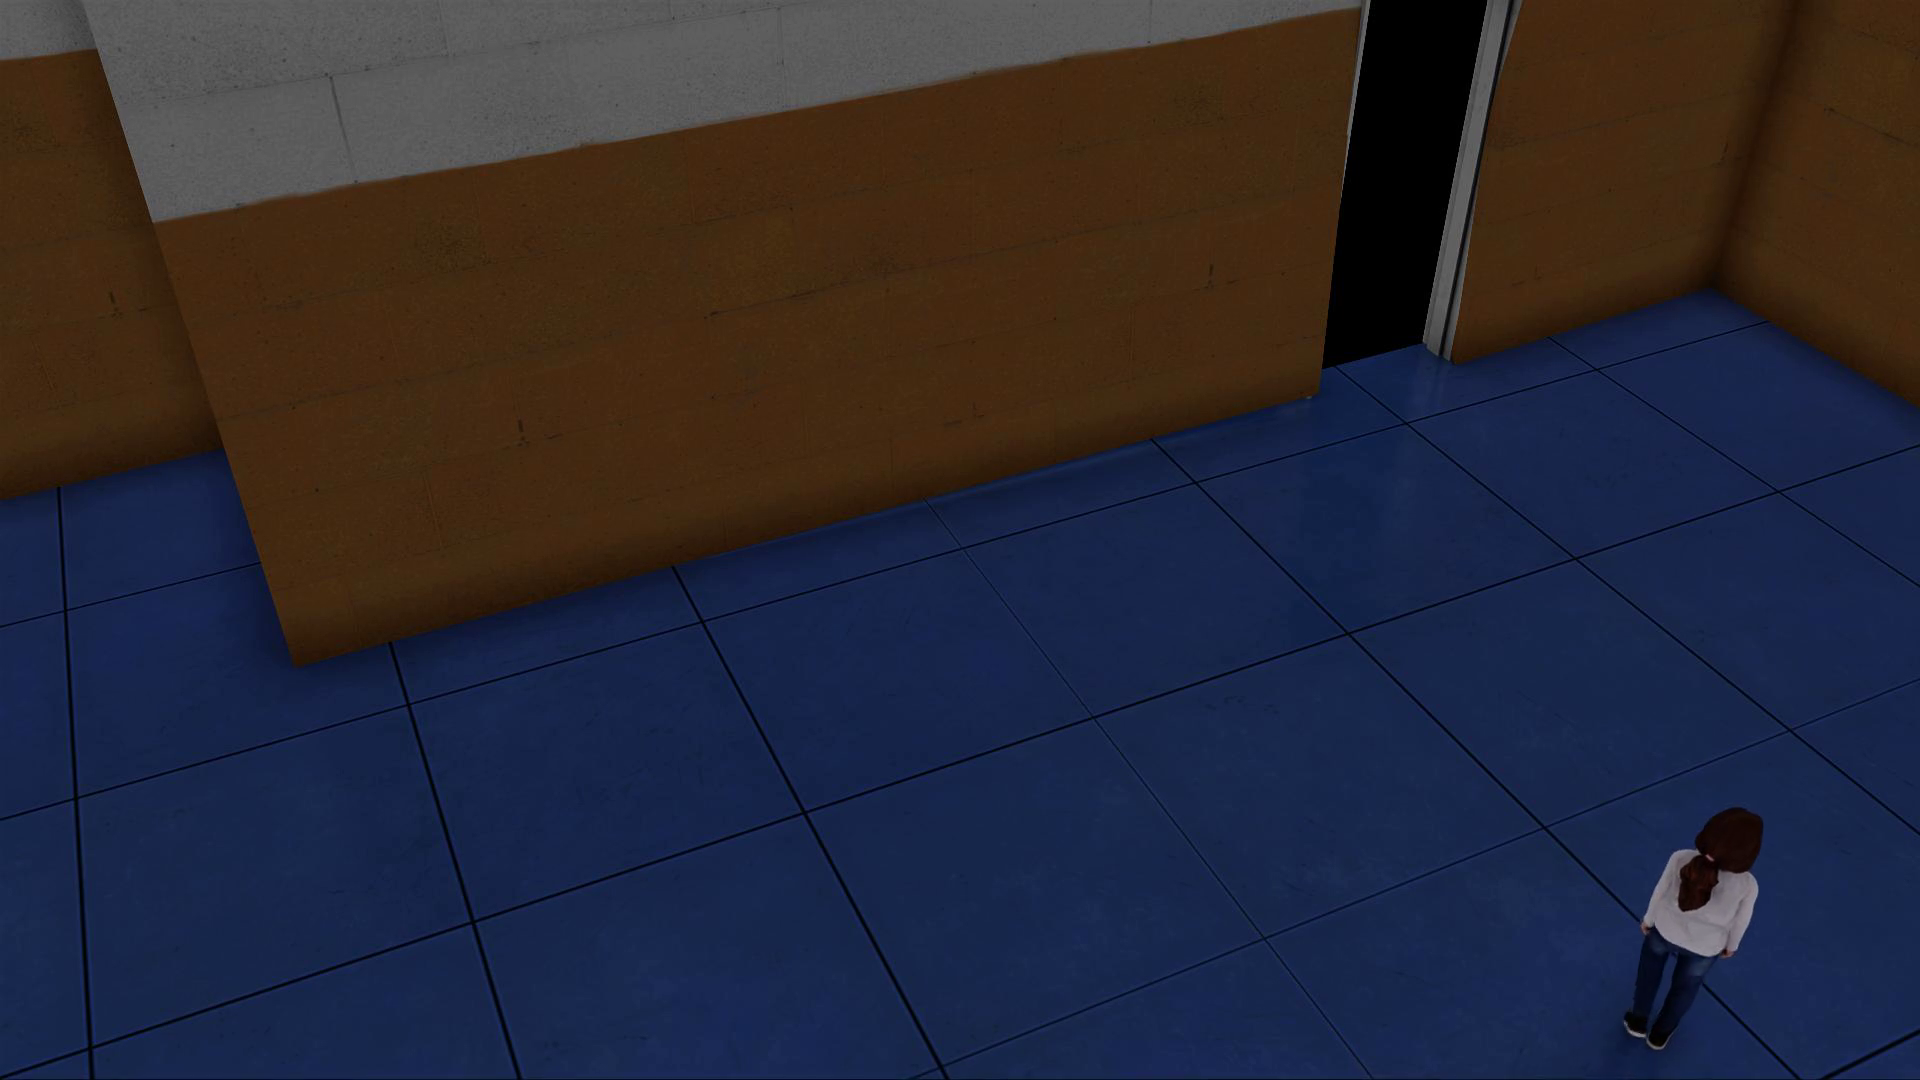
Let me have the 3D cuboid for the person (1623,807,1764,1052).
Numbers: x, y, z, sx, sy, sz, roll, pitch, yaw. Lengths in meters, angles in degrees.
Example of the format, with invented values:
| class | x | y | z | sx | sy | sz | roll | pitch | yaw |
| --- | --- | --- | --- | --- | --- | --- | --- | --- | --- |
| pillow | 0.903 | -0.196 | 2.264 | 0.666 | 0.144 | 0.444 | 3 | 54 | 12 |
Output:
| class | x | y | z | sx | sy | sz | roll | pitch | yaw |
| --- | --- | --- | --- | --- | --- | --- | --- | --- | --- |
| person | 2.412 | 1.320 | 5.521 | 0.530 | 1.103 | 0.598 | 21 | 42 | 26 |
